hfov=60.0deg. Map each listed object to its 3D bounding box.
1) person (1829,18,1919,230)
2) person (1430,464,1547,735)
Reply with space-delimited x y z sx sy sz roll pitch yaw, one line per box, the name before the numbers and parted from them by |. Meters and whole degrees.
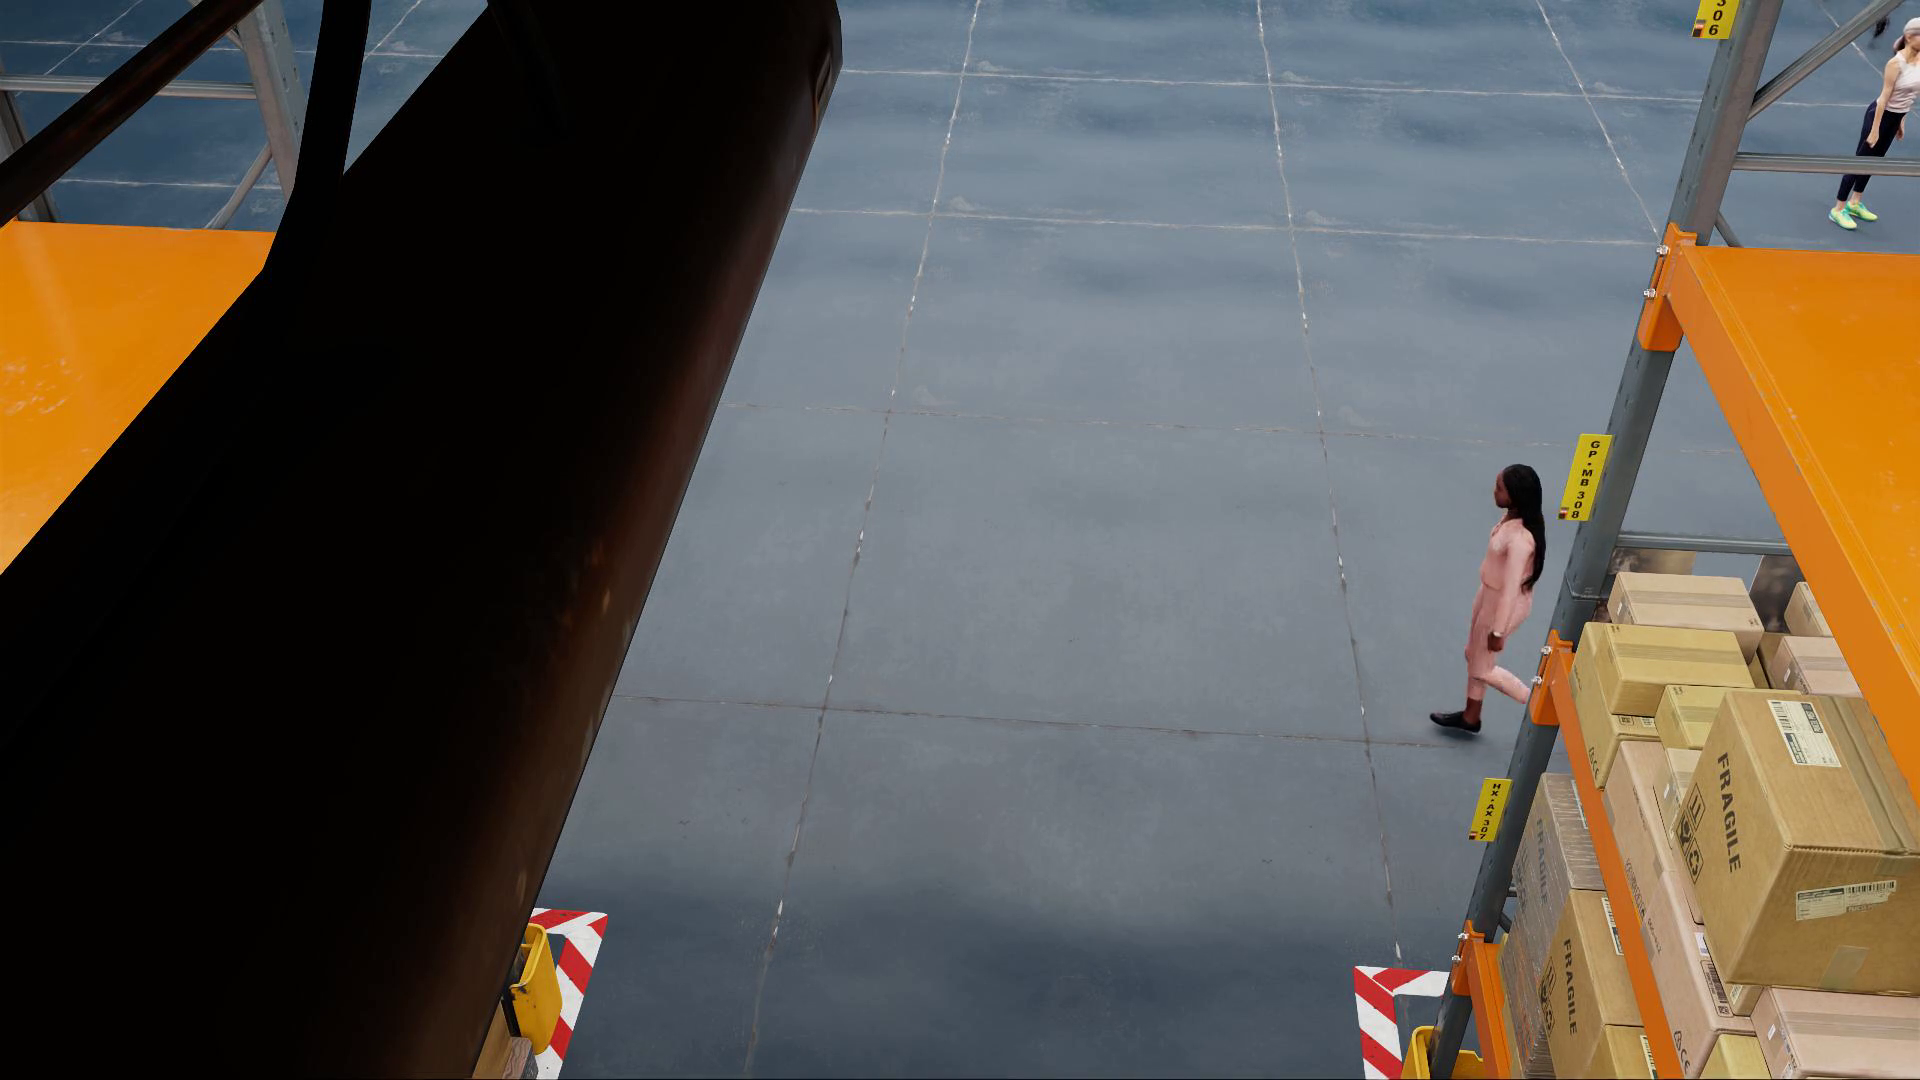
person | 7.455 -3.378 13.433 0.680 1.703 0.717 -22 43 -25
person | 2.891 0.371 8.640 0.797 1.703 0.850 6 38 7
